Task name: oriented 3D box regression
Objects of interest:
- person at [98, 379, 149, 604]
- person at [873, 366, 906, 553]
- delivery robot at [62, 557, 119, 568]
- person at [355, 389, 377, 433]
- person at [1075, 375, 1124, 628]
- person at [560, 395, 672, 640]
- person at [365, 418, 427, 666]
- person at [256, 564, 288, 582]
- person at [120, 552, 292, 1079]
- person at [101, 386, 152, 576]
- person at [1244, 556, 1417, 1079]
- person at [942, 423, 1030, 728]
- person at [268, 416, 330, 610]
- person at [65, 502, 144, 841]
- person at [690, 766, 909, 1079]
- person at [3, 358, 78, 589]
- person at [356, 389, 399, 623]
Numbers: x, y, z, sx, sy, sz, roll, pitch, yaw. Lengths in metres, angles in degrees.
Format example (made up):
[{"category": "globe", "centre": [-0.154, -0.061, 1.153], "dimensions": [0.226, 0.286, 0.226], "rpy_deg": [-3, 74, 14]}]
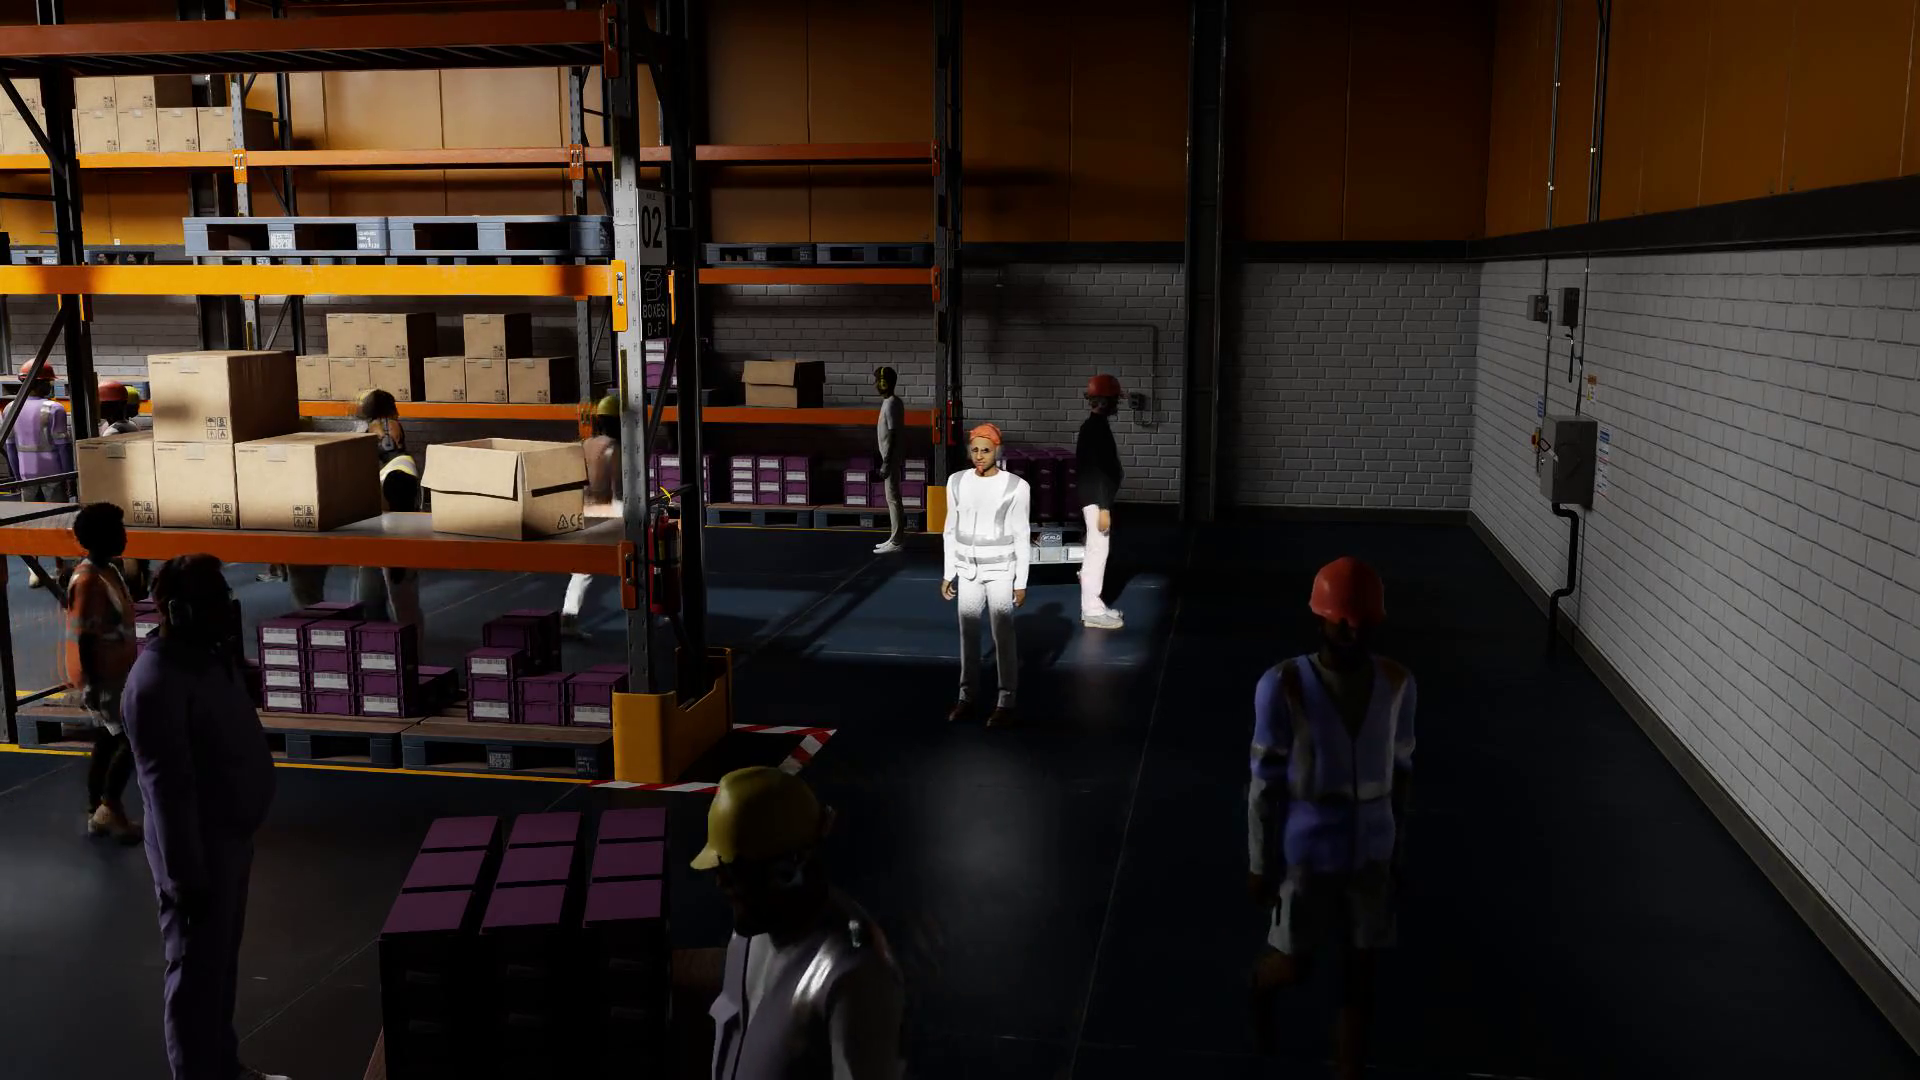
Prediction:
[{"category": "person", "centre": [-6.769, -0.322, 13.403], "dimensions": [0.358, 1.938, 0.542], "rpy_deg": [-2, 9, -11]}, {"category": "person", "centre": [-0.707, -0.793, 16.553], "dimensions": [0.327, 1.865, 0.520], "rpy_deg": [1, 9, 5]}, {"category": "delivery robot", "centre": [-7.696, 0.078, 14.909], "dimensions": [0.707, 0.478, 0.477], "rpy_deg": [-4, 10, -23]}, {"category": "person", "centre": [-5.606, -0.562, 15.591], "dimensions": [0.602, 1.719, 0.496], "rpy_deg": [-1, 9, -8]}, {"category": "person", "centre": [1.103, -0.301, 13.138], "dimensions": [0.392, 1.986, 0.657], "rpy_deg": [0, 9, -1]}, {"category": "person", "centre": [-2.711, -0.173, 12.720], "dimensions": [0.585, 1.870, 1.005], "rpy_deg": [8, 12, 39]}, {"category": "person", "centre": [-3.769, 0.100, 11.112], "dimensions": [0.428, 1.837, 0.622], "rpy_deg": [-4, 10, -21]}, {"category": "person", "centre": [-6.218, -0.587, 15.043], "dimensions": [0.364, 1.939, 0.542], "rpy_deg": [3, 10, 17]}, {"category": "person", "centre": [-2.414, 0.986, 5.369], "dimensions": [0.410, 1.913, 0.643], "rpy_deg": [-2, 9, -13]}, {"category": "person", "centre": [-7.627, -0.531, 15.264], "dimensions": [0.524, 1.755, 0.360], "rpy_deg": [4, 10, 23]}, {"category": "person", "centre": [1.190, 0.976, 5.440], "dimensions": [0.550, 1.918, 0.747], "rpy_deg": [-2, 9, -10]}, {"category": "person", "centre": [0.163, 0.216, 10.258], "dimensions": [0.579, 1.879, 0.348], "rpy_deg": [5, 10, 29]}, {"category": "person", "centre": [-4.622, 0.029, 11.694], "dimensions": [0.690, 1.787, 0.632], "rpy_deg": [6, 11, 33]}, {"category": "person", "centre": [-4.141, 0.652, 8.126], "dimensions": [0.426, 1.684, 0.558], "rpy_deg": [-3, 10, -17]}, {"category": "person", "centre": [-0.286, 1.346, 3.596], "dimensions": [0.913, 1.775, 0.612], "rpy_deg": [-7, 11, -36]}, {"category": "person", "centre": [-8.072, -0.580, 14.676], "dimensions": [0.610, 2.043, 0.375], "rpy_deg": [2, 9, 10]}, {"category": "person", "centre": [-4.427, -0.189, 12.660], "dimensions": [0.476, 1.917, 0.641], "rpy_deg": [-2, 9, -11]}]
